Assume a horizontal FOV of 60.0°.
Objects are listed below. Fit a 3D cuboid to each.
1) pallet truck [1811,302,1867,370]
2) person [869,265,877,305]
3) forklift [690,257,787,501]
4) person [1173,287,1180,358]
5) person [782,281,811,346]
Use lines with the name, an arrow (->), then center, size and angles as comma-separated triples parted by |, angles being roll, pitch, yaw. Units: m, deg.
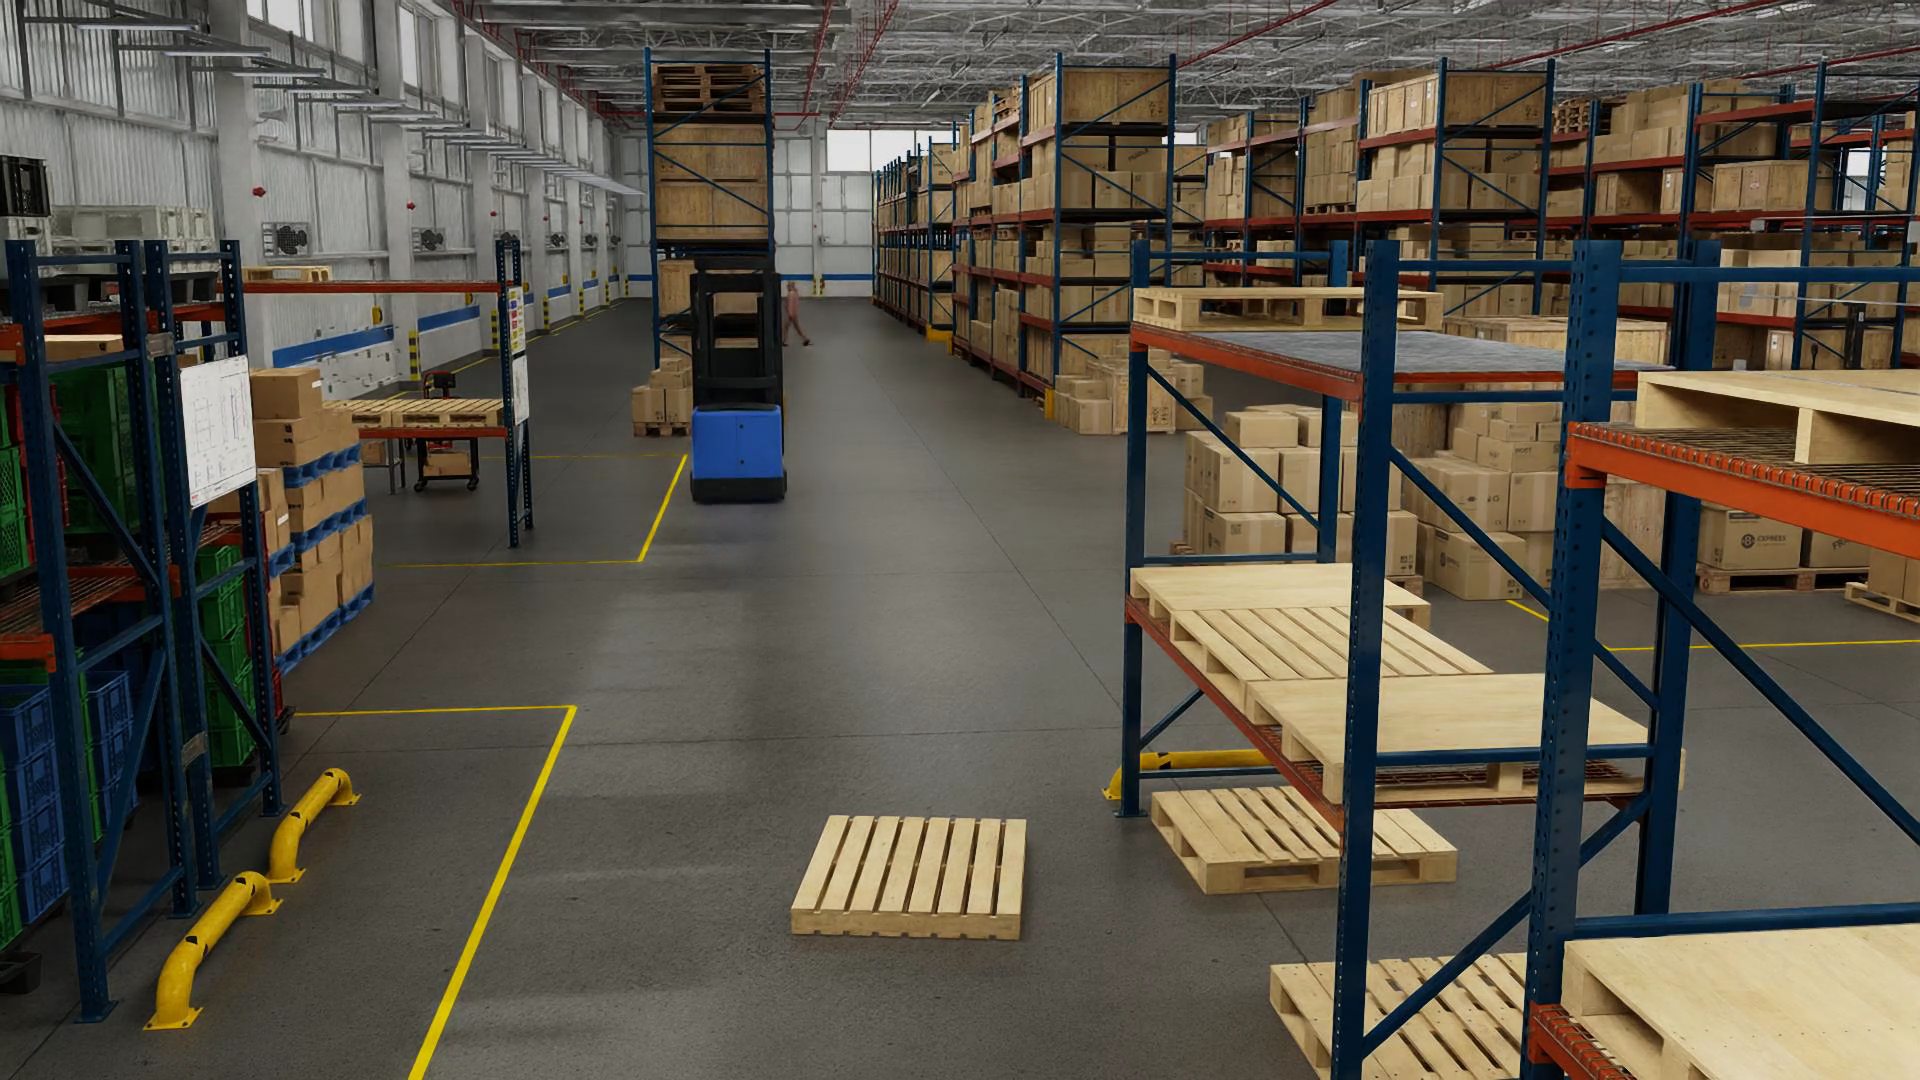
pallet truck -> 15.846, -3.142, 28.793 | 1.885, 1.965, 0.823 | 2, 10, 12
person -> -3.883, -12.027, 78.341 | 0.770, 1.879, 0.642 | -1, 10, -6
forklift -> -2.650, -1.955, 19.765 | 1.129, 2.768, 1.873 | -1, 10, -6
person -> 5.593, -5.643, 43.161 | 0.639, 1.800, 0.899 | -1, 10, -5
person -> -4.745, -6.471, 47.582 | 0.890, 1.878, 0.650 | 3, 11, 15
